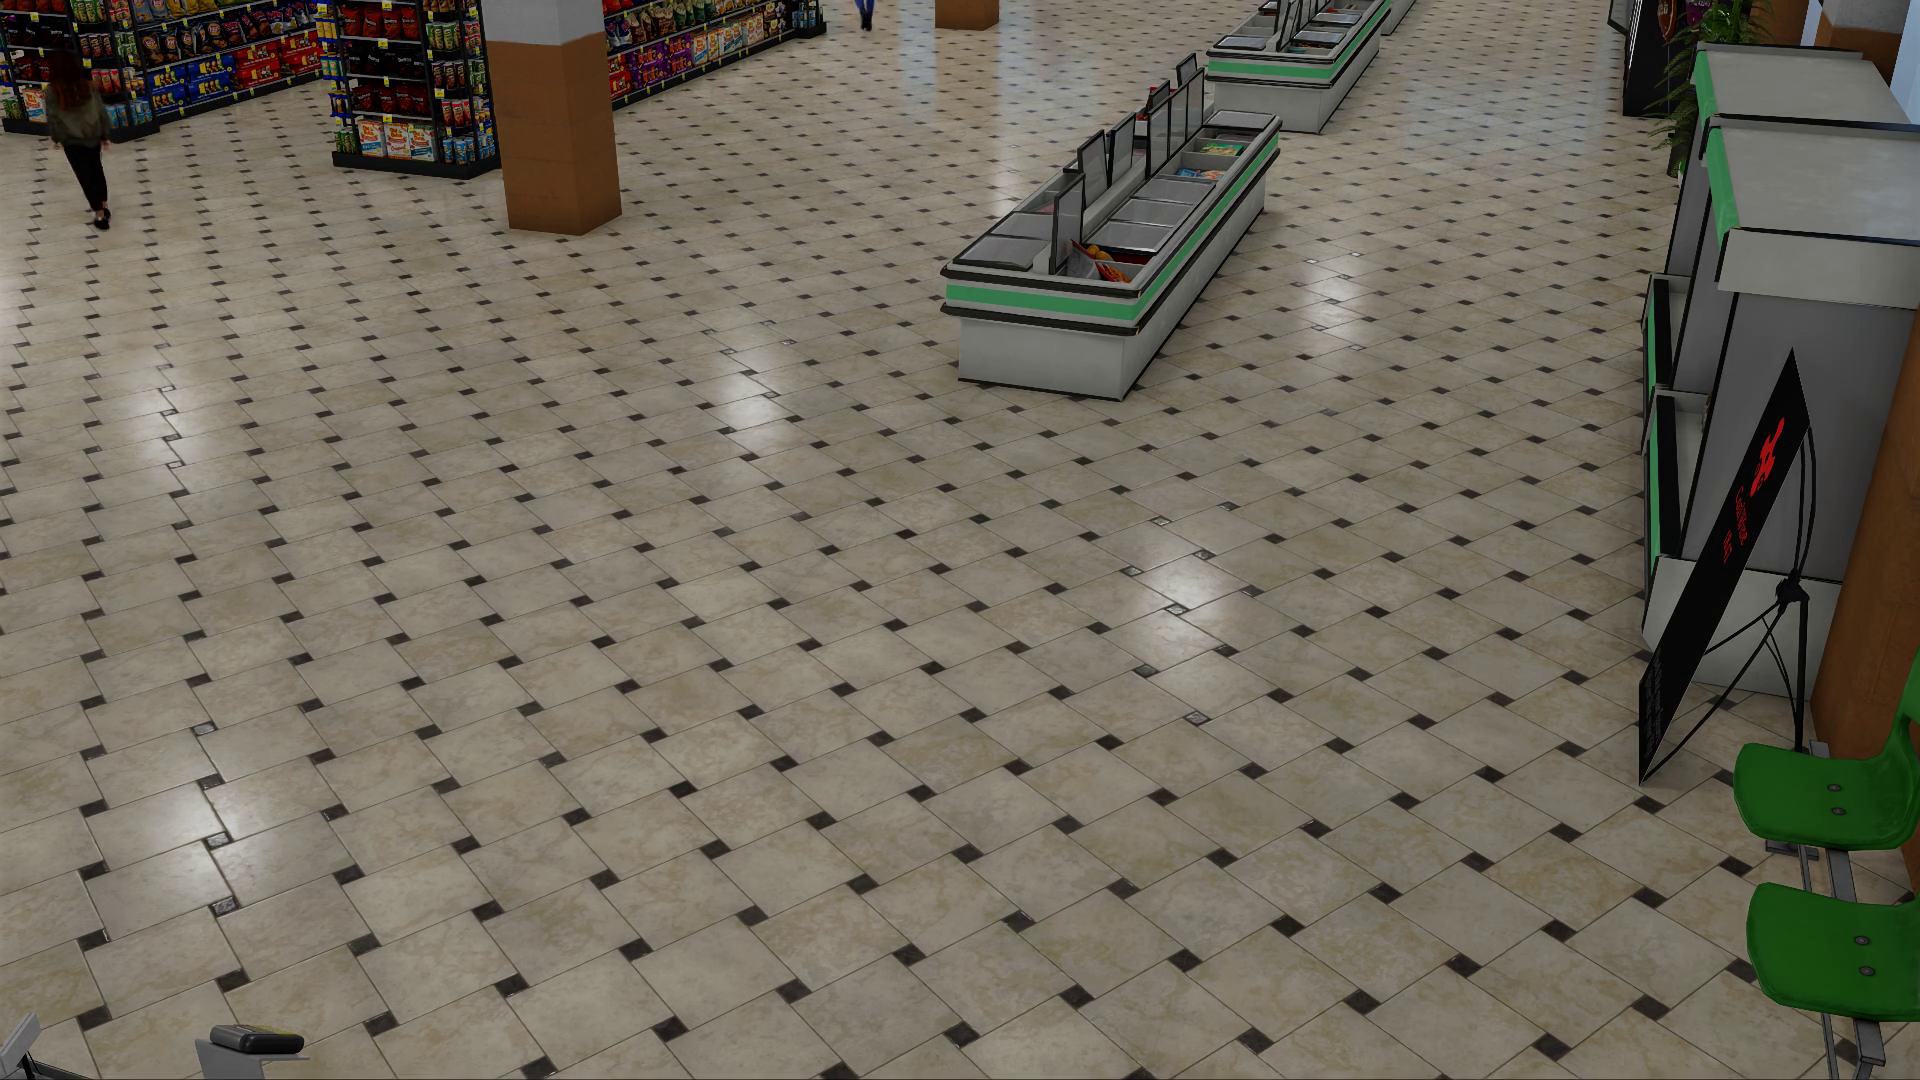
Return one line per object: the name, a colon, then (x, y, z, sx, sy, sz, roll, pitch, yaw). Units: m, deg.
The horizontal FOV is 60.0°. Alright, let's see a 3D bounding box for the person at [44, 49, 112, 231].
person: (-7.275, -3.305, 13.811, 0.786, 1.458, 0.817, -23, 35, -38)
